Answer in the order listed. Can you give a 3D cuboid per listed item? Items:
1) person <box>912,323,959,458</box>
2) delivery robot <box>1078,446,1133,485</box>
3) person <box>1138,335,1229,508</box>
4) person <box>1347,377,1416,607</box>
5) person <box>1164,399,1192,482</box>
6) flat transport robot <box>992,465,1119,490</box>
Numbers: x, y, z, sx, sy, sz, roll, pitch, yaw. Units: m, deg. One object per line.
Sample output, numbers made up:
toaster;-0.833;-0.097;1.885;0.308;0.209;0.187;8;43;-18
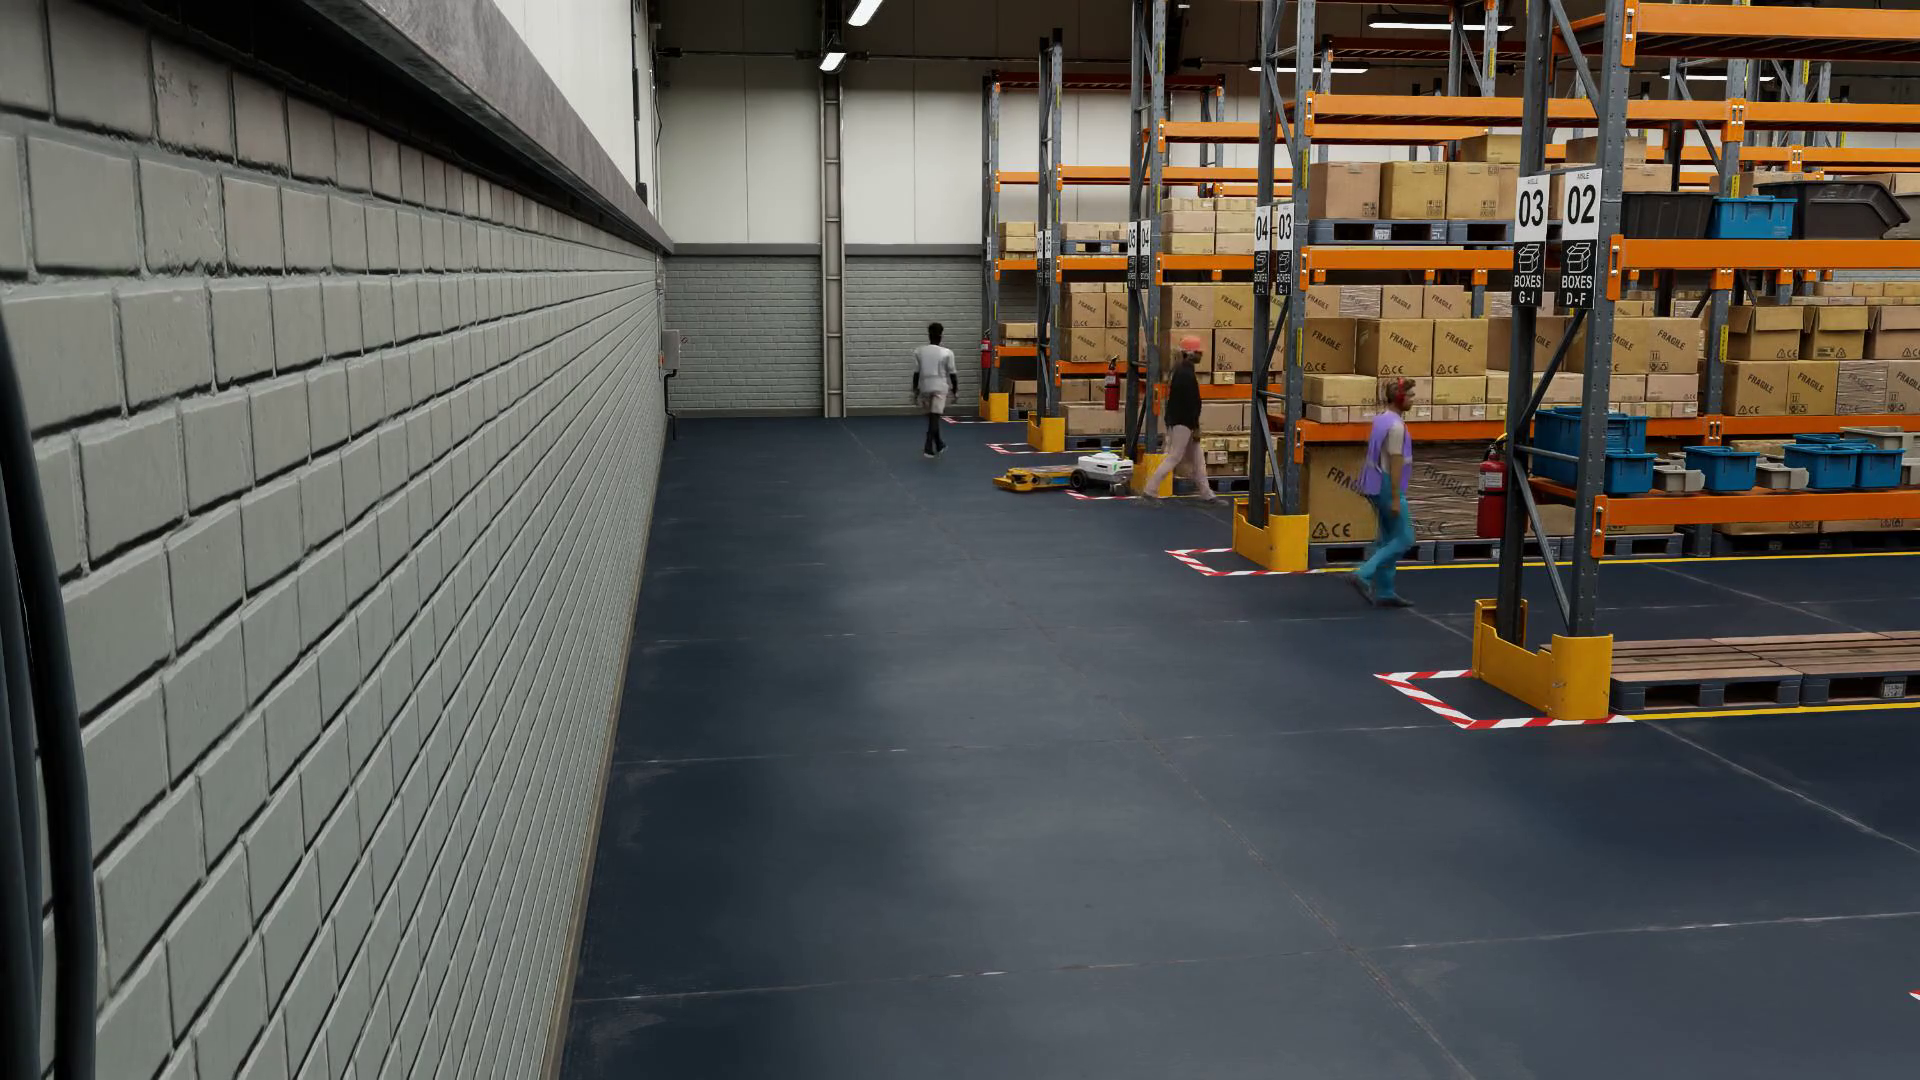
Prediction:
person;-0.344;-2.139;23.767;0.626;1.905;1.023;4;10;21
delivery robot;1.735;-0.870;19.792;0.477;0.478;0.707;-7;11;-37
person;2.476;-1.311;18.532;1.009;1.951;0.636;0;9;2
person;3.348;-0.359;12.996;0.458;1.829;0.603;1;9;4
person;2.717;-1.606;20.621;0.326;1.860;0.515;-4;10;-25
flat transport robot;1.181;-0.775;20.373;1.431;0.197;0.652;-4;10;-24
